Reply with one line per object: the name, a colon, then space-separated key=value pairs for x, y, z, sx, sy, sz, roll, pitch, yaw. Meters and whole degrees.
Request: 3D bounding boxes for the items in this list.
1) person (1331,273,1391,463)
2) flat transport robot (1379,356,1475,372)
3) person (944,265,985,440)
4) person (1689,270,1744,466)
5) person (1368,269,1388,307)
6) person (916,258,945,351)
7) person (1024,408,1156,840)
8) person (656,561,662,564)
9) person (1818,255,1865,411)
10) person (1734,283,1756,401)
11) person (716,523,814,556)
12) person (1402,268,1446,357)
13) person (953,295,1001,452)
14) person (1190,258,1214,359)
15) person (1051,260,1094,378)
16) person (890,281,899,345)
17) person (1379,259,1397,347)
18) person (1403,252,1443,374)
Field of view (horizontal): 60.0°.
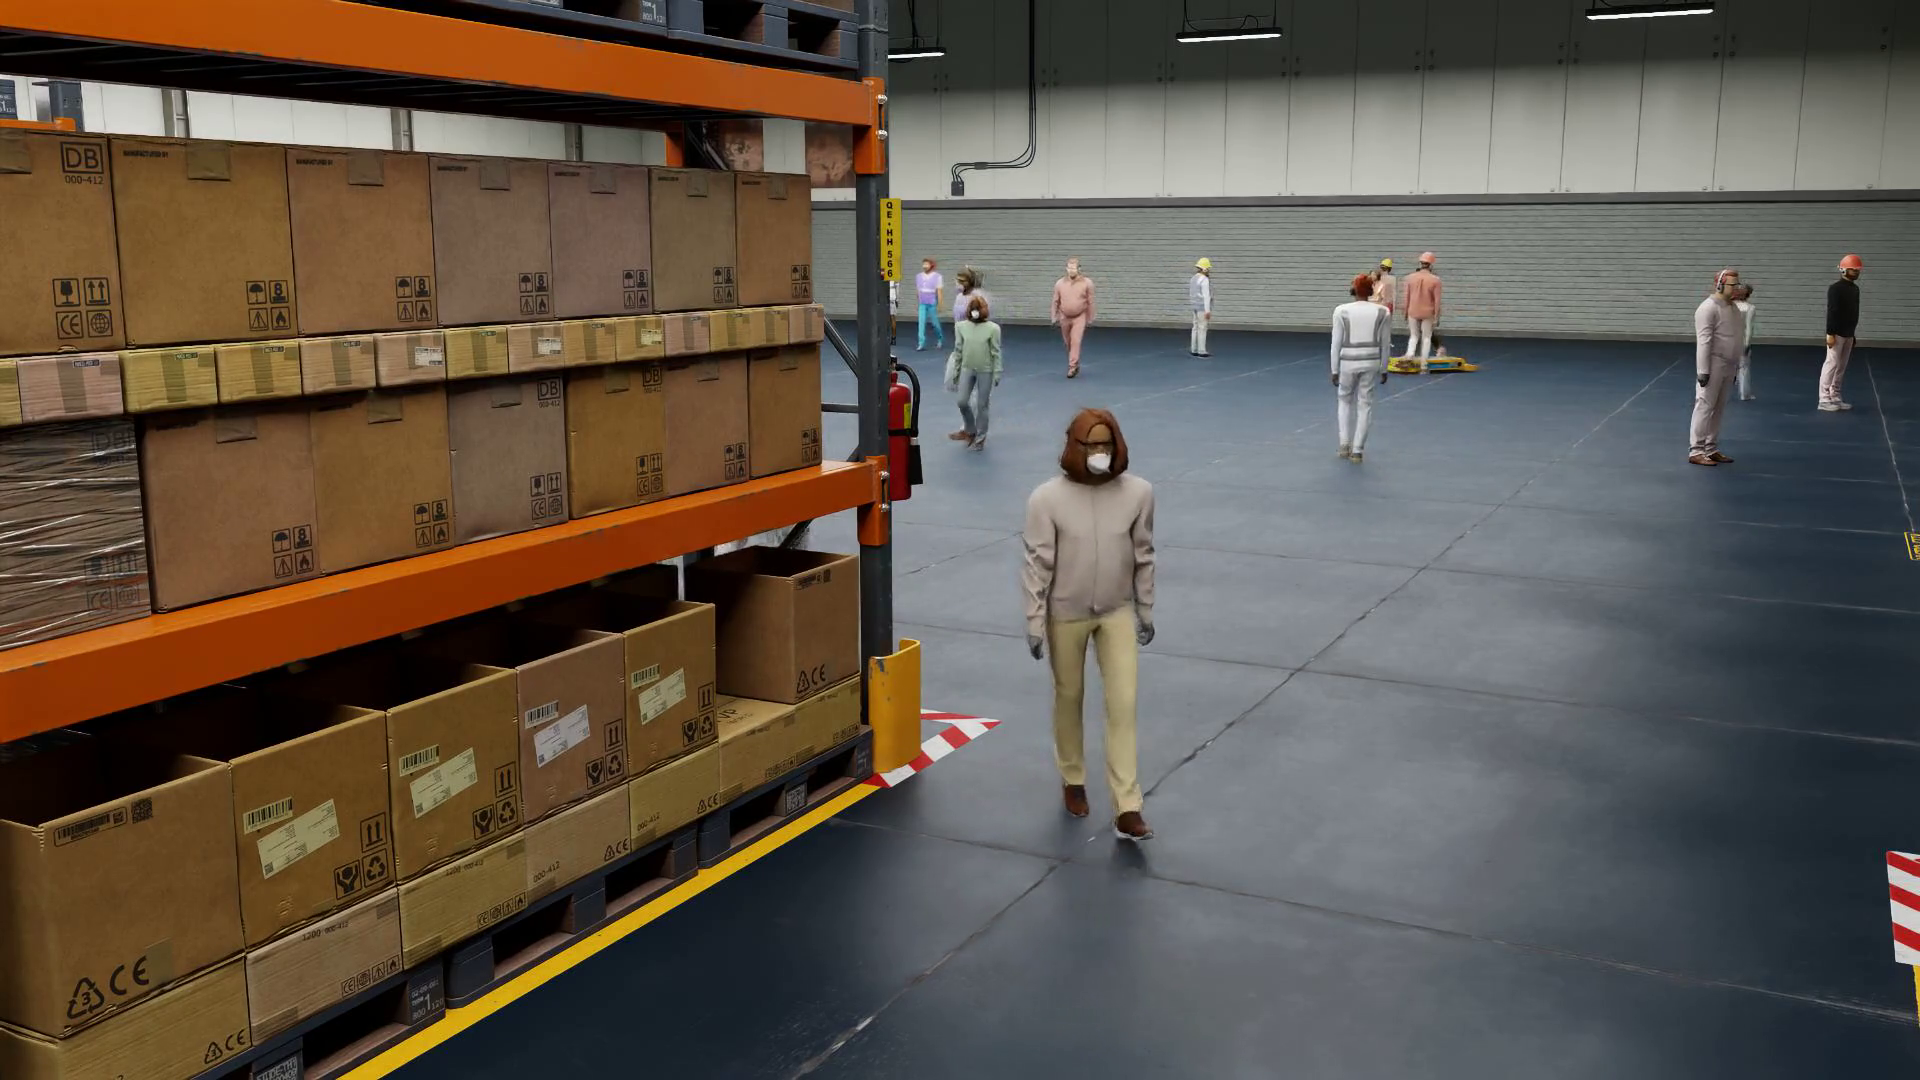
person: x=3.988 y=-1.722 z=16.619 sx=0.595 sy=1.855 sz=0.725 roll=1 pitch=10 yaw=7
flat transport robot: x=7.682 y=-2.895 z=27.362 sx=1.431 sy=0.197 sz=0.652 roll=-4 pitch=11 yaw=-19
person: x=0.059 y=-2.041 z=18.205 sx=0.434 sy=1.918 sz=0.650 roll=-3 pitch=11 yaw=-18
person: x=7.439 y=-1.683 z=16.289 sx=0.652 sy=1.906 sz=0.403 roll=-9 pitch=14 yaw=-40
person: x=7.993 y=-4.402 z=31.917 sx=0.512 sy=1.612 sz=0.786 roll=9 pitch=14 yaw=40
person: x=-0.578 y=-4.607 z=32.488 sx=0.574 sy=1.819 sz=0.869 roll=5 pitch=12 yaw=26
person: x=0.504 y=0.319 z=6.186 sx=0.529 sy=1.596 sz=0.780 roll=-2 pitch=11 yaw=-8
person: x=-1.745 y=-0.245 z=8.272 sx=1.015 sy=1.980 sz=0.639 roll=6 pitch=12 yaw=28
person: x=11.339 y=-2.656 z=21.352 sx=0.623 sy=1.992 sz=0.396 roll=-7 pitch=13 yaw=-35
person: x=10.438 y=-2.657 z=22.430 sx=0.826 sy=1.605 sz=0.519 roll=-7 pitch=13 yaw=-34
person: x=-1.107 y=-0.391 z=9.619 sx=0.642 sy=1.786 sz=0.988 roll=9 pitch=14 yaw=42
person: x=8.367 y=-4.062 z=29.915 sx=0.803 sy=1.668 sz=0.530 roll=2 pitch=11 yaw=10
person: x=0.171 y=-1.727 z=17.279 sx=0.520 sy=1.620 sz=0.341 roll=3 pitch=11 yaw=16
person: x=4.427 y=-4.232 z=30.397 sx=0.404 sy=1.827 sz=0.600 roll=-3 pitch=11 yaw=-18
person: x=1.796 y=-3.535 z=26.514 sx=0.657 sy=1.865 sz=0.979 roll=3 pitch=11 yaw=18
person: x=-1.505 y=-4.922 z=33.866 sx=0.552 sy=1.935 sz=0.351 roll=-5 pitch=11 yaw=-25
person: x=8.523 y=-4.746 z=33.375 sx=0.528 sy=1.768 sz=0.313 roll=9 pitch=14 yaw=41
person: x=7.462 y=-3.652 z=26.818 sx=0.647 sy=1.975 sz=0.477 roll=7 pitch=13 yaw=34
